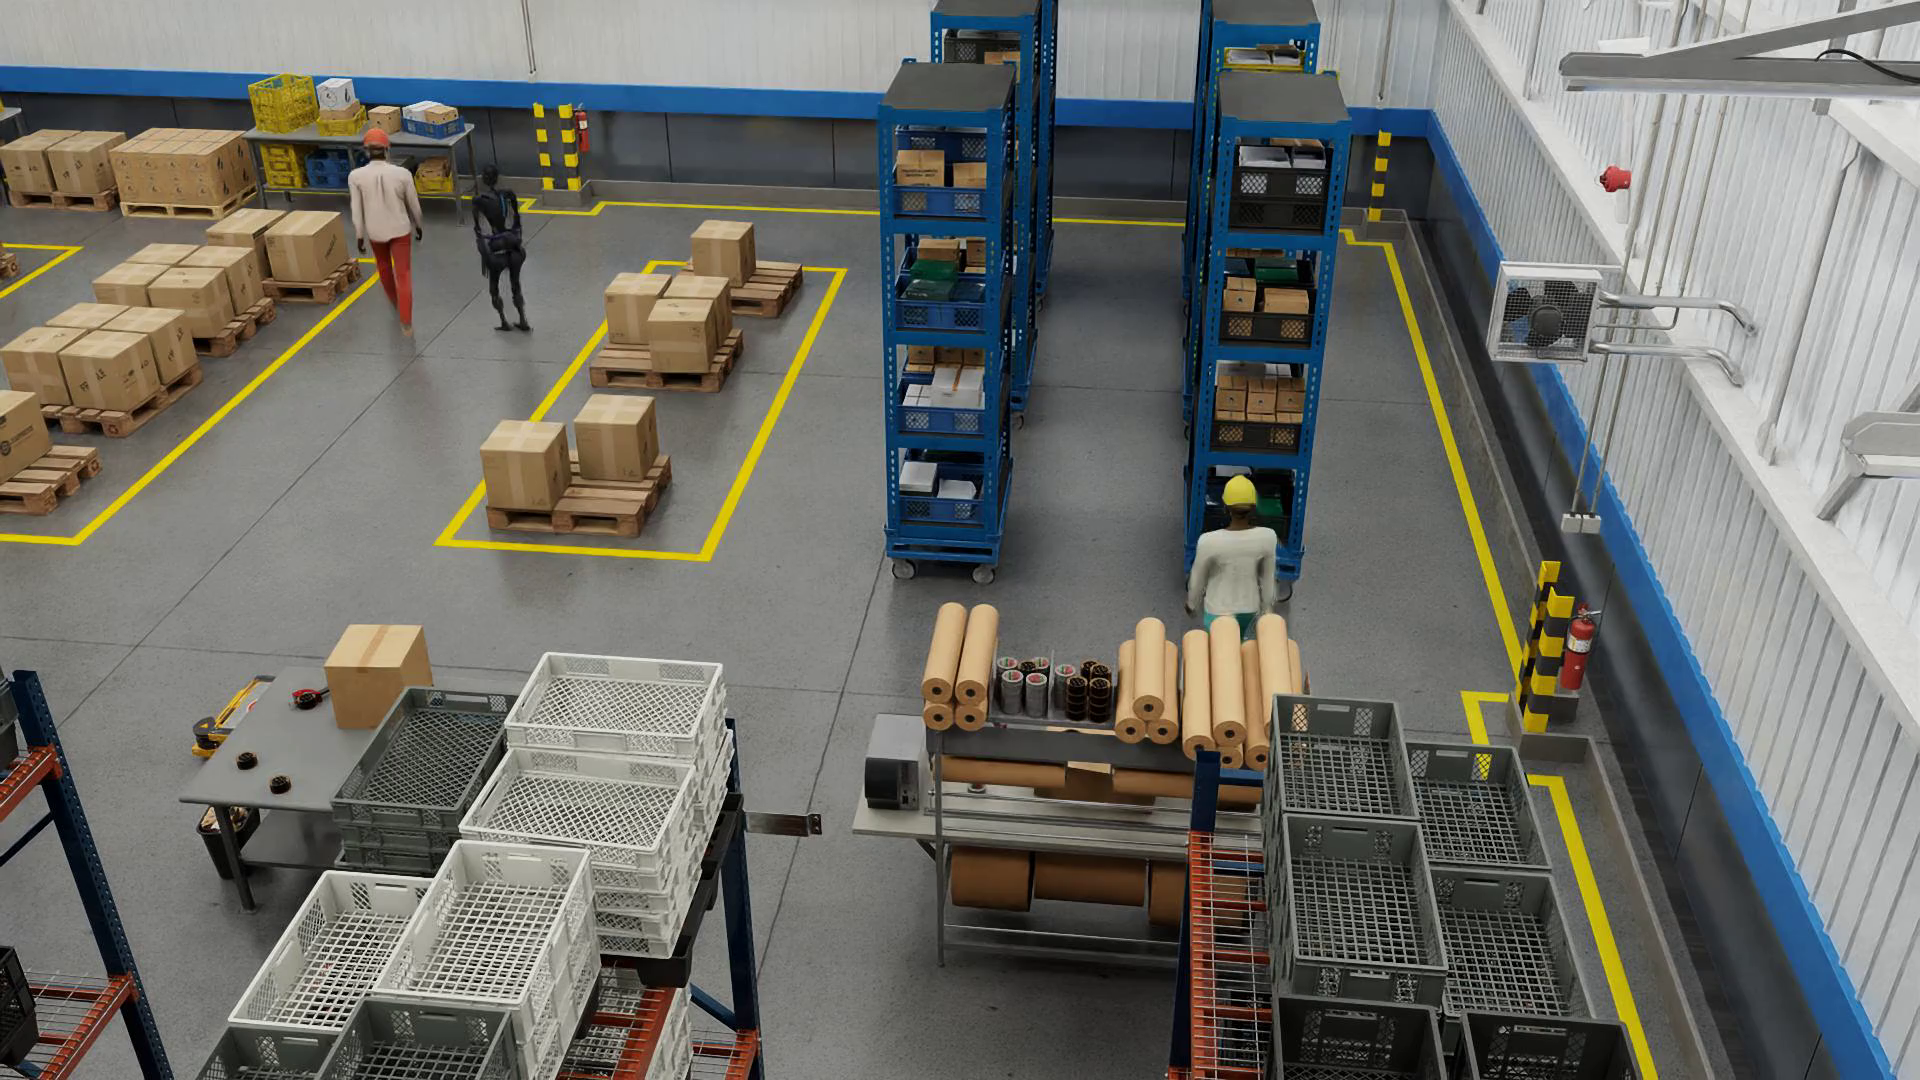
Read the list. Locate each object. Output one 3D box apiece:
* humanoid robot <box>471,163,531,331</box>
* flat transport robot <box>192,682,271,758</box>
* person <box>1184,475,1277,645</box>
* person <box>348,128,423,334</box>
[{"bbox_3d":[-4.429,-2.831,16.145,0.492,1.625,0.607,25,38,36],"label":"humanoid robot"},{"bbox_3d":[-4.089,1.163,10.648,1.431,0.197,0.652,3,30,6],"label":"flat transport robot"},{"bbox_3d":[1.691,0.377,10.558,0.524,1.751,0.529,-7,31,-12],"label":"person"},{"bbox_3d":[-5.577,-3.072,16.289,0.634,1.936,1.010,-6,31,-11],"label":"person"}]
